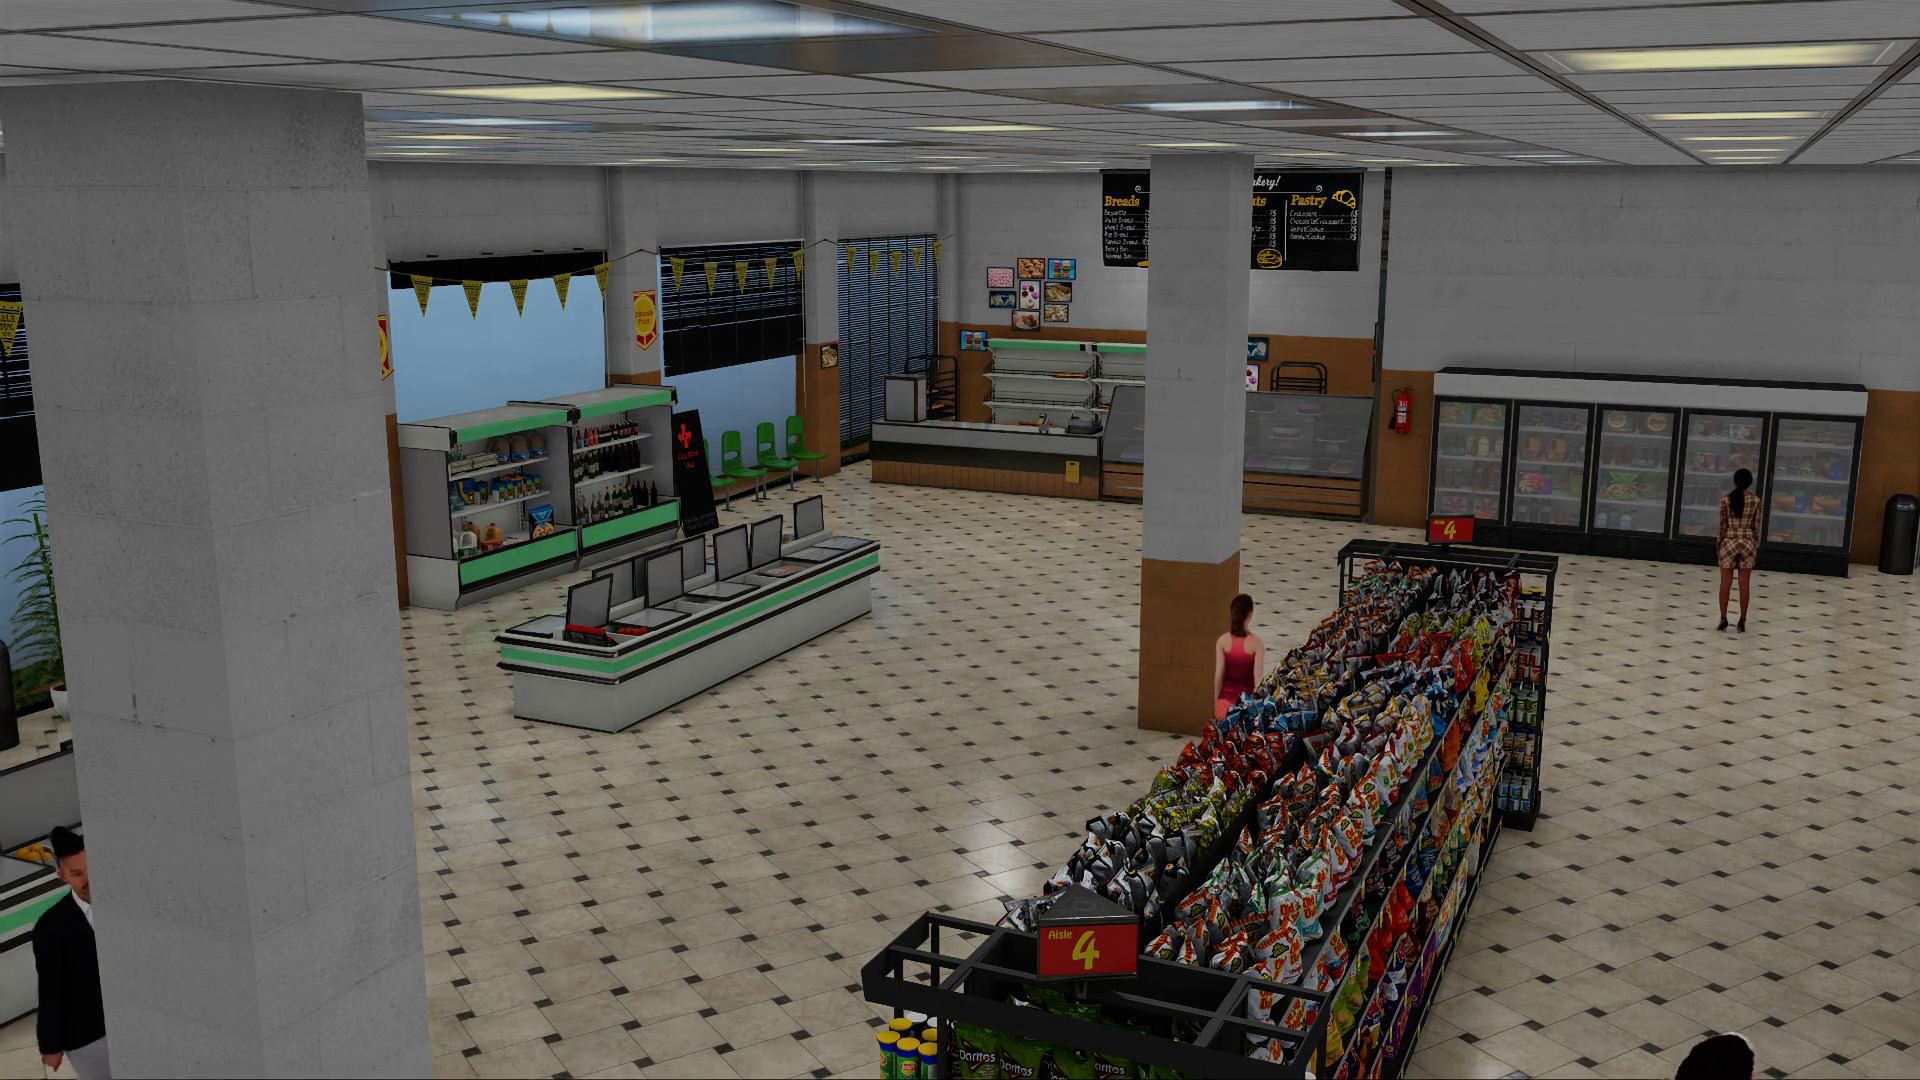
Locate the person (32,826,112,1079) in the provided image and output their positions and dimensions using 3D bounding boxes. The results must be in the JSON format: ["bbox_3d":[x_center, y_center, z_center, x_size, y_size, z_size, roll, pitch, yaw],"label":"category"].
[{"bbox_3d":[-4.019,2.183,7.733,0.849,1.913,1.018,5,13,23],"label":"person"}]

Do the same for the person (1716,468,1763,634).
[{"bbox_3d":[8.346,0.113,17.852,0.601,1.794,0.570,4,13,19],"label":"person"}]

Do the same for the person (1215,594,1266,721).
[{"bbox_3d":[2.061,1.285,12.418,0.584,1.741,0.690,6,13,26],"label":"person"}]

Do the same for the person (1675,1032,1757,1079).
[{"bbox_3d":[2.617,2.633,5.863,0.911,1.803,0.828,-10,16,-40],"label":"person"}]
